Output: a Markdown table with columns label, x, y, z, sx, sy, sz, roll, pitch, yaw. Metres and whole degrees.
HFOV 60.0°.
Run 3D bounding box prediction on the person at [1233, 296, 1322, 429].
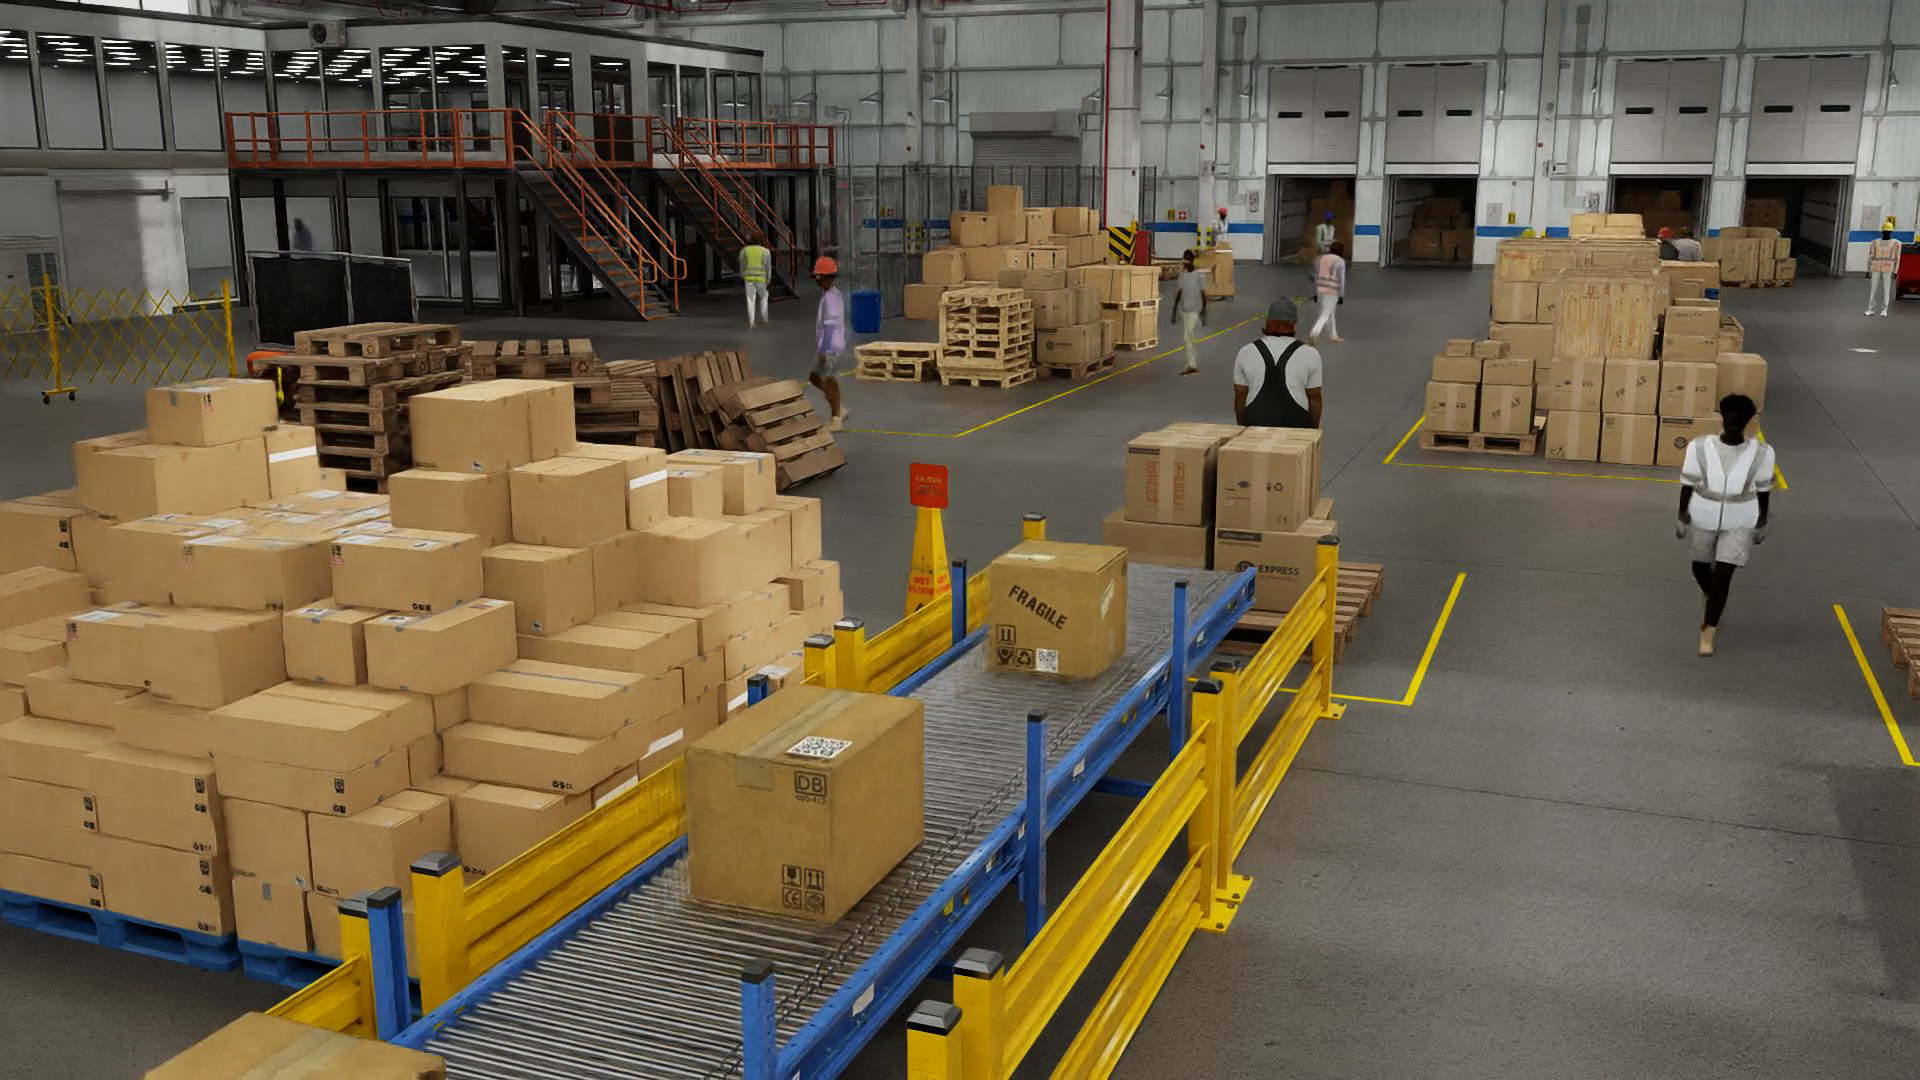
| label | x | y | z | sx | sy | sz | roll | pitch | yaw |
| --- | --- | --- | --- | --- | --- | --- | --- | --- | --- |
| person | 2.522 | -0.911 | 13.172 | 0.689 | 2.000 | 0.538 | 4 | 13 | 19 |

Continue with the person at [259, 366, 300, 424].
| label | x | y | z | sx | sy | sz | roll | pitch | yaw |
| --- | --- | --- | --- | --- | --- | --- | --- | --- | --- |
| person | -4.305 | -0.160 | 10.259 | 0.690 | 1.836 | 0.558 | -11 | 17 | -41 |

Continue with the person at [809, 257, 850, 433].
| label | x | y | z | sx | sy | sz | roll | pitch | yaw |
| --- | --- | --- | --- | --- | --- | --- | --- | --- | --- |
| person | -1.528 | -2.215 | 19.048 | 0.421 | 2.027 | 0.615 | -3 | 13 | -13 |

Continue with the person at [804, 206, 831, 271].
| label | x | y | z | sx | sy | sz | roll | pitch | yaw |
| --- | --- | --- | --- | --- | --- | --- | --- | --- | --- |
| person | -4.163 | -8.932 | 49.403 | 1.062 | 1.924 | 0.610 | -5 | 14 | -22 |

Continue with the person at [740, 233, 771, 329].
| label | x | y | z | sx | sy | sz | roll | pitch | yaw |
| --- | --- | --- | --- | --- | --- | --- | --- | --- | --- |
| person | -3.912 | -4.990 | 32.028 | 0.632 | 1.789 | 0.965 | 1 | 13 | 3 |

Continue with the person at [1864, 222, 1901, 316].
| label | x | y | z | sx | sy | sz | roll | pitch | yaw |
| --- | --- | --- | --- | --- | --- | --- | --- | --- | --- |
| person | 19.146 | -5.613 | 34.522 | 0.595 | 1.924 | 0.376 | 11 | 16 | 40 |

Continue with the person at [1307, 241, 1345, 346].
| label | x | y | z | sx | sy | sz | roll | pitch | yaw |
| --- | --- | --- | --- | --- | --- | --- | --- | --- | --- |
| person | 6.338 | -4.263 | 28.776 | 0.873 | 1.802 | 0.661 | -6 | 14 | -26 |

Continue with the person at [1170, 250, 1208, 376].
| label | x | y | z | sx | sy | sz | roll | pitch | yaw |
| --- | --- | --- | --- | --- | --- | --- | --- | --- | --- |
| person | 3.319 | -3.328 | 24.447 | 0.675 | 1.848 | 0.534 | -9 | 15 | -34 |

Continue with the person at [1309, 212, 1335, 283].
| label | x | y | z | sx | sy | sz | roll | pitch | yaw |
| --- | --- | --- | --- | --- | --- | --- | --- | --- | --- |
| person | 9.687 | -7.786 | 44.316 | 0.603 | 1.914 | 0.924 | -5 | 14 | -22 |

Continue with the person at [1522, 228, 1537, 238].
| label | x | y | z | sx | sy | sz | roll | pitch | yaw |
| --- | --- | --- | --- | --- | --- | --- | --- | --- | --- |
| person | 10.812 | -5.050 | 32.055 | 0.738 | 1.901 | 0.595 | 11 | 16 | 40 |

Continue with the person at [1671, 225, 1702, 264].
| label | x | y | z | sx | sy | sz | roll | pitch | yaw |
| --- | --- | --- | --- | --- | --- | --- | --- | --- | --- |
| person | 14.150 | -5.176 | 32.535 | 0.627 | 1.940 | 0.372 | 10 | 16 | 38 |

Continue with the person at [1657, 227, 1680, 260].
| label | x | y | z | sx | sy | sz | roll | pitch | yaw |
| --- | --- | --- | --- | --- | --- | --- | --- | --- | --- |
| person | 13.348 | -4.939 | 31.470 | 1.023 | 1.955 | 0.622 | -3 | 13 | -13 |

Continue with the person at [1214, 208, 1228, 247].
| label | x | y | z | sx | sy | sz | roll | pitch | yaw |
| --- | --- | --- | --- | --- | --- | --- | --- | --- | --- |
| person | 7.795 | -9.004 | 49.828 | 0.562 | 1.893 | 0.999 | -8 | 15 | -31 |

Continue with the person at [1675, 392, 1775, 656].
| label | x | y | z | sx | sy | sz | roll | pitch | yaw |
| --- | --- | --- | --- | --- | --- | --- | --- | --- | --- |
| person | 4.857 | -0.141 | 10.586 | 0.538 | 1.662 | 0.763 | 7 | 14 | 28 |
